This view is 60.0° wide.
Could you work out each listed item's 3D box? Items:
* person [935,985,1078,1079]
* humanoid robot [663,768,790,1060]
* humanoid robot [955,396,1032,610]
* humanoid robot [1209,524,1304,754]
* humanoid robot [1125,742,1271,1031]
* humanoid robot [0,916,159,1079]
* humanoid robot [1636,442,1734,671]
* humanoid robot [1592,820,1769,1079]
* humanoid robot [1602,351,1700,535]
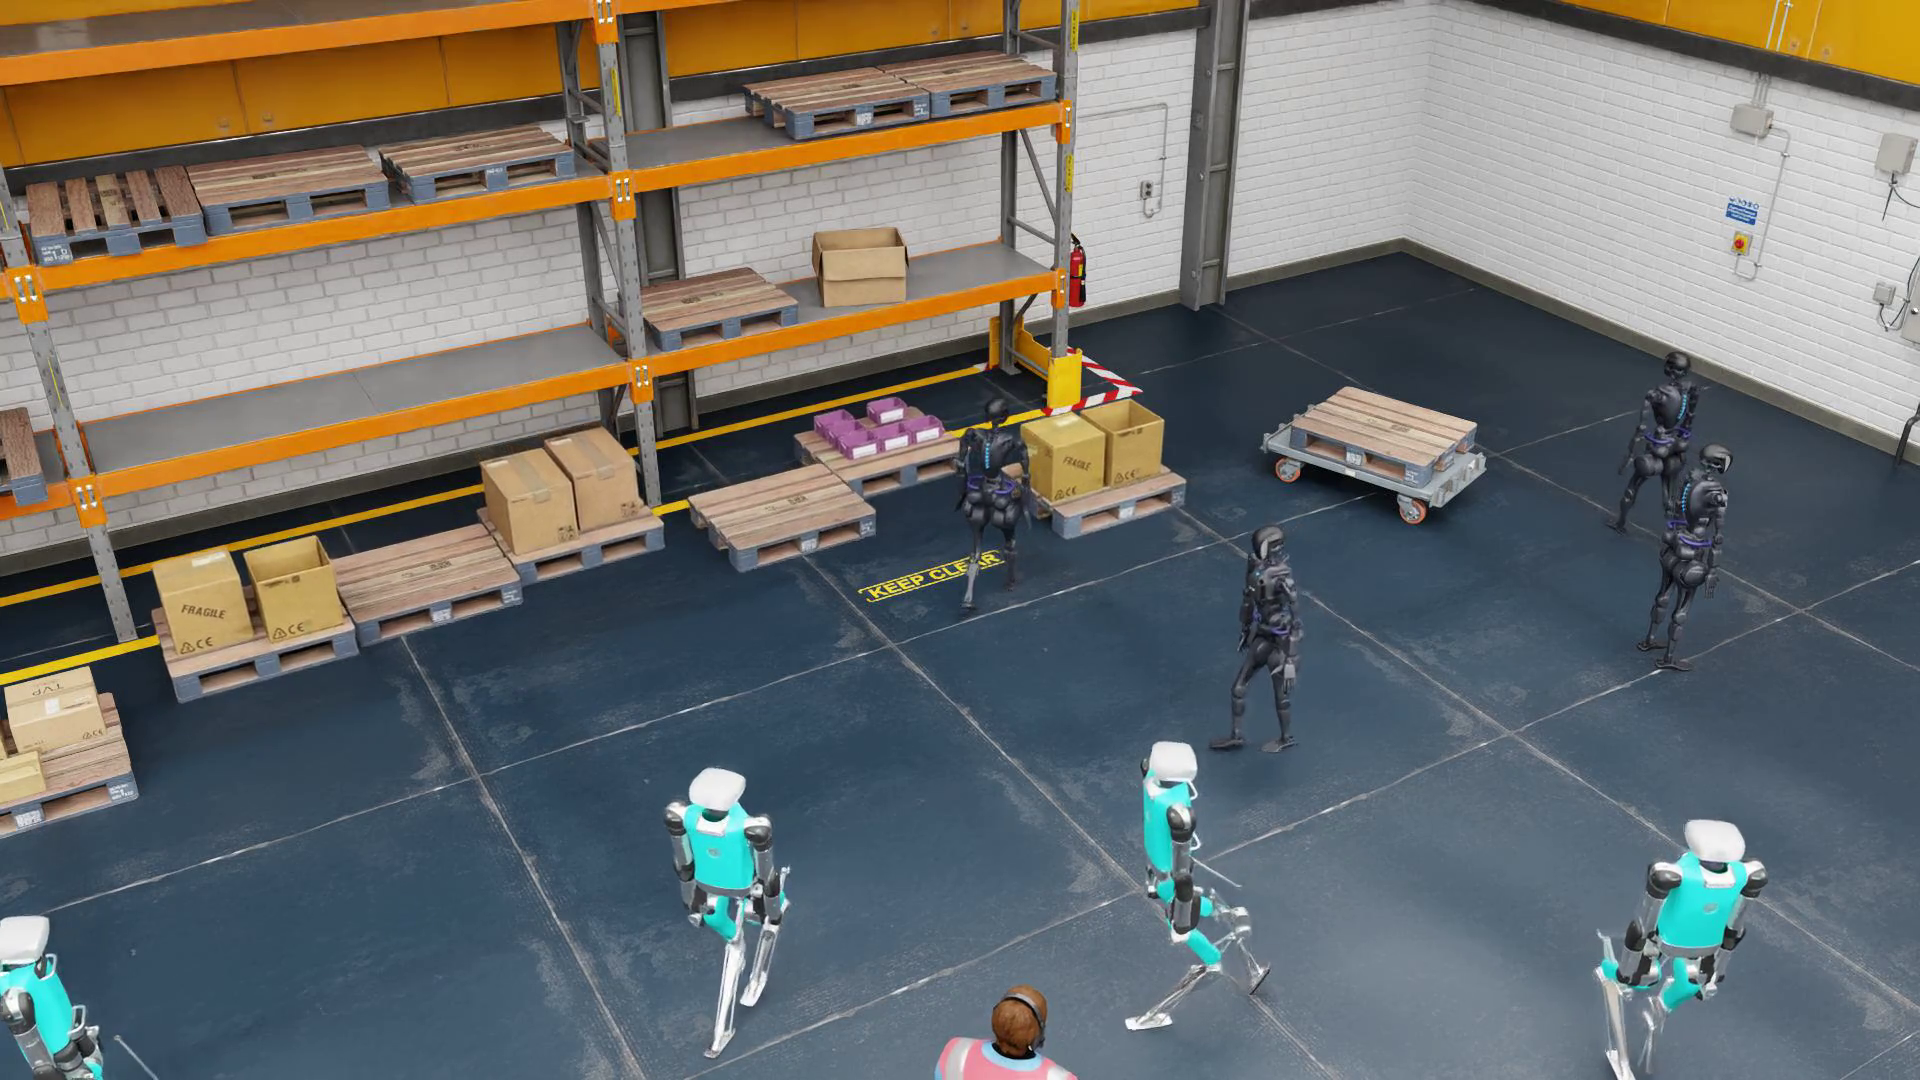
[{"bbox_3d":[0.212,2.564,6.854,0.628,1.835,0.431,11,31,19],"label":"person"},{"bbox_3d":[-1.091,1.749,8.389,0.531,1.759,0.864,6,30,11],"label":"humanoid robot"},{"bbox_3d":[0.224,-0.269,12.075,0.609,1.656,0.738,11,31,18],"label":"humanoid robot"},{"bbox_3d":[1.909,0.660,10.391,0.647,1.639,0.608,-12,32,-21],"label":"humanoid robot"},{"bbox_3d":[1.335,1.748,8.409,0.933,1.776,0.539,-6,30,-11],"label":"humanoid robot"},{"bbox_3d":[-3.698,2.371,7.357,0.732,1.860,0.538,-11,31,-18],"label":"humanoid robot"},{"bbox_3d":[4.986,0.087,11.375,0.315,1.657,0.599,-3,30,-5],"label":"humanoid robot"},{"bbox_3d":[3.356,1.999,8.050,0.535,1.884,0.723,-1,29,-2],"label":"humanoid robot"},{"bbox_3d":[5.418,-0.673,12.789,0.589,1.634,0.772,-12,32,-20],"label":"humanoid robot"}]
